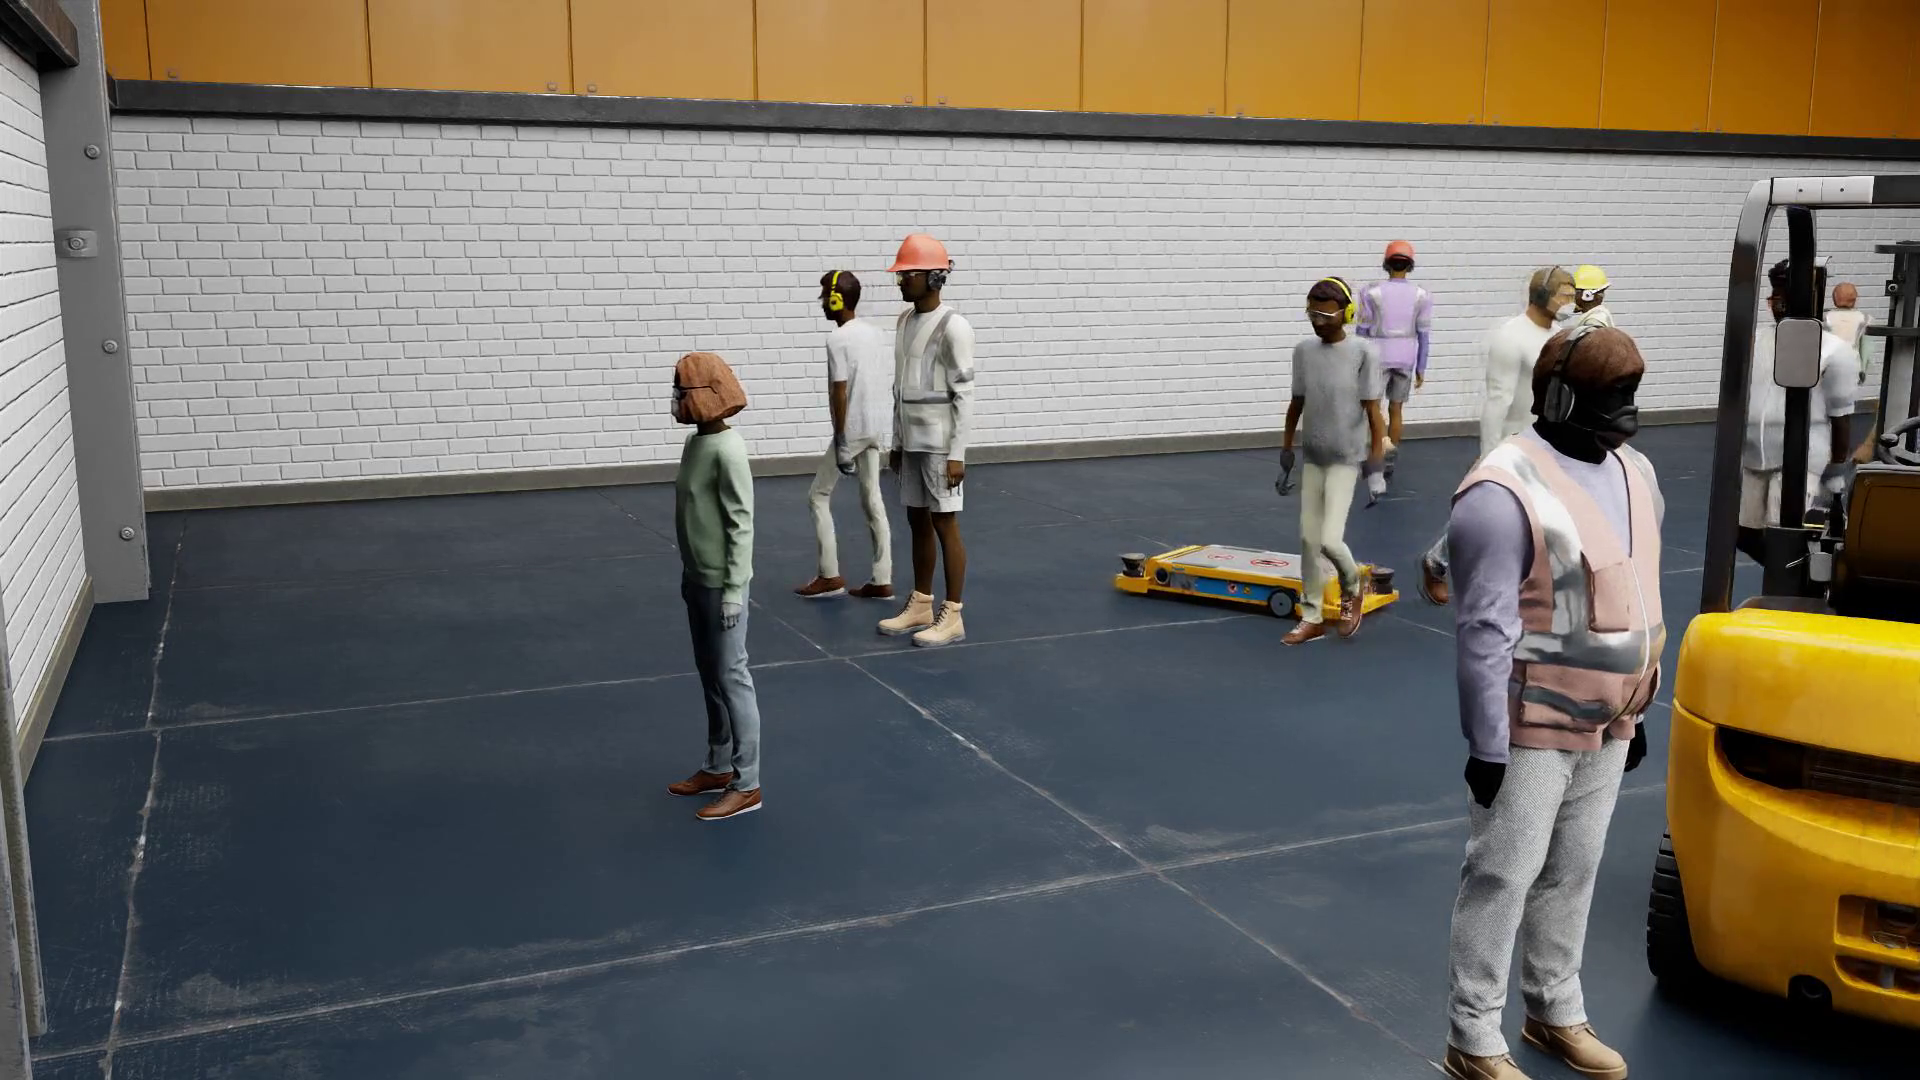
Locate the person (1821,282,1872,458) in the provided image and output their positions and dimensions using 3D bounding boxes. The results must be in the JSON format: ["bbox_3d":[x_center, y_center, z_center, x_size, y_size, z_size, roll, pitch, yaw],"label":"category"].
[{"bbox_3d":[8.062,-1.548,15.280,0.517,1.627,0.383,3,11,17],"label":"person"}]

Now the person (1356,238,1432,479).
[{"bbox_3d":[3.607,-1.493,13.871,0.621,2.026,0.777,0,10,0],"label":"person"}]

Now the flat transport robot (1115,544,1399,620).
[{"bbox_3d":[1.650,0.213,9.305,1.431,0.197,0.652,8,13,36],"label":"flat transport robot"}]

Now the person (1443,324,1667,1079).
[{"bbox_3d":[1.394,0.418,3.888,0.618,1.836,0.432,-7,13,-35],"label":"person"}]

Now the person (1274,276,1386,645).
[{"bbox_3d":[1.823,-0.365,8.157,0.470,1.843,0.647,-9,14,-42],"label":"person"}]

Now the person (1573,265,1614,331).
[{"bbox_3d":[4.513,-1.061,12.025,0.403,1.830,0.598,4,11,20],"label":"person"}]

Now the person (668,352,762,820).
[{"bbox_3d":[-0.872,0.158,5.851,0.265,1.632,0.509,-5,12,-27],"label":"person"}]

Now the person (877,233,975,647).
[{"bbox_3d":[-0.173,-0.490,8.291,0.390,2.045,0.607,-6,12,-32],"label":"person"}]

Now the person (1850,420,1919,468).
[{"bbox_3d":[5.120,-0.484,8.886,0.581,1.814,0.565,-9,13,-40],"label":"person"}]

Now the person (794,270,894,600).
[{"bbox_3d":[-0.651,-0.576,9.334,0.694,1.844,0.540,6,12,31],"label":"person"}]

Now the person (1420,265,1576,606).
[{"bbox_3d":[2.891,-0.501,8.797,0.646,1.904,0.876,-9,13,-39],"label":"person"}]

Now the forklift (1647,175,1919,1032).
[{"bbox_3d":[2.810,0.094,4.662,1.214,2.155,2.313,7,12,34],"label":"forklift"}]

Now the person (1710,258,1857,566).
[{"bbox_3d":[4.033,-0.403,8.104,0.752,1.943,0.615,-7,12,-34],"label":"person"}]
